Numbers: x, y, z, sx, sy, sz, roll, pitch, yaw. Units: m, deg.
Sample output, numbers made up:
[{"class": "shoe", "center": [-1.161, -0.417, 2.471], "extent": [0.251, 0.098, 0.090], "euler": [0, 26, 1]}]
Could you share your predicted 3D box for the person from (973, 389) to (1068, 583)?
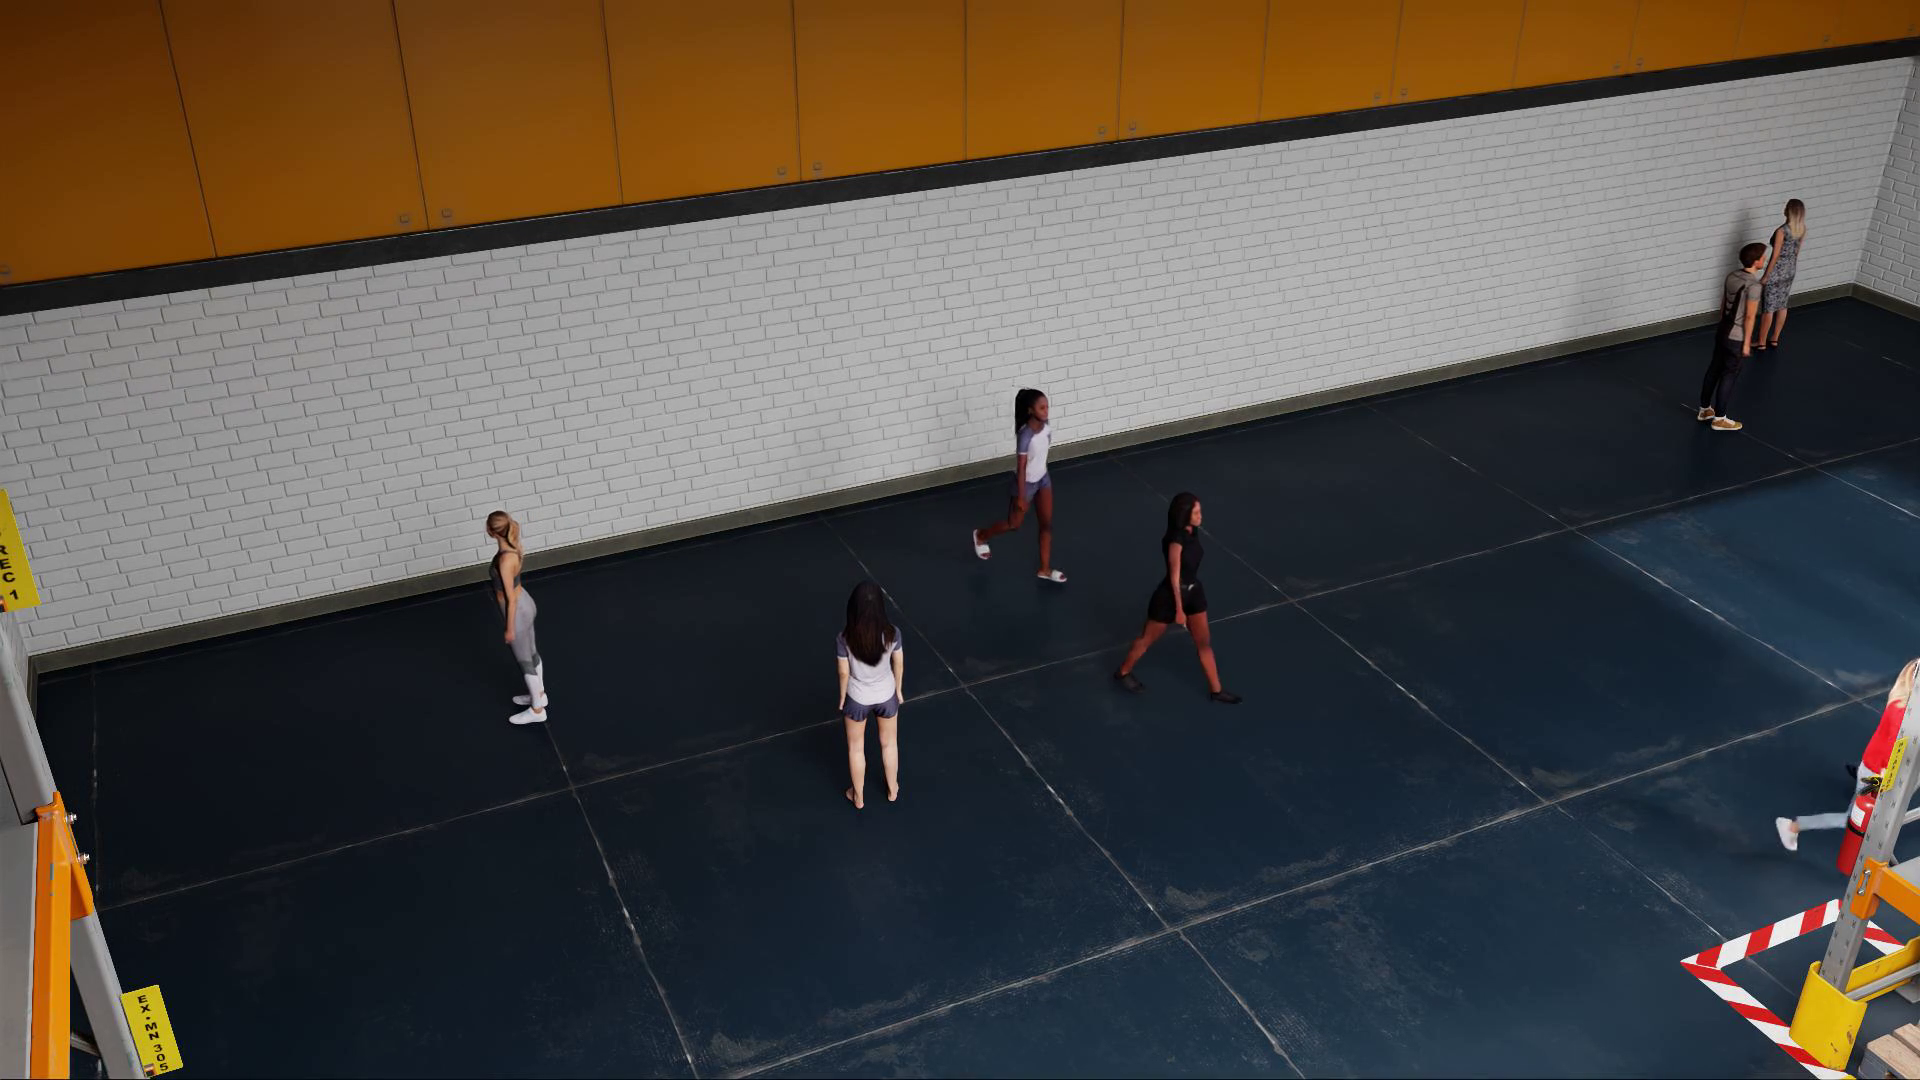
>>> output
[{"class": "person", "center": [0.504, -0.465, 13.753], "extent": [1.180, 1.696, 0.990], "euler": [17, 33, 28]}]

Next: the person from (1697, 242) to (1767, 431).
[{"class": "person", "center": [7.632, -2.026, 16.406], "extent": [0.757, 1.896, 0.597], "euler": [-4, 29, -7]}]

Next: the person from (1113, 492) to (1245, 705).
[{"class": "person", "center": [1.491, 0.446, 12.094], "extent": [1.278, 1.685, 1.107], "euler": [15, 32, 25]}]

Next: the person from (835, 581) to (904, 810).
[{"class": "person", "center": [-0.602, 1.021, 11.018], "extent": [0.627, 1.706, 0.571], "euler": [-8, 30, -14]}]

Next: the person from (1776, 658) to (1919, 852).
[{"class": "person", "center": [5.622, 1.427, 10.303], "extent": [1.135, 1.679, 0.944], "euler": [19, 34, 31]}]

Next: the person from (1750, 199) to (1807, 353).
[{"class": "person", "center": [8.978, -2.896, 18.201], "extent": [0.560, 1.705, 0.481], "euler": [-12, 31, -21]}]

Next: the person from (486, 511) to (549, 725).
[{"class": "person", "center": [-3.159, 0.537, 11.906], "extent": [0.683, 1.705, 0.561], "euler": [-2, 29, -3]}]
